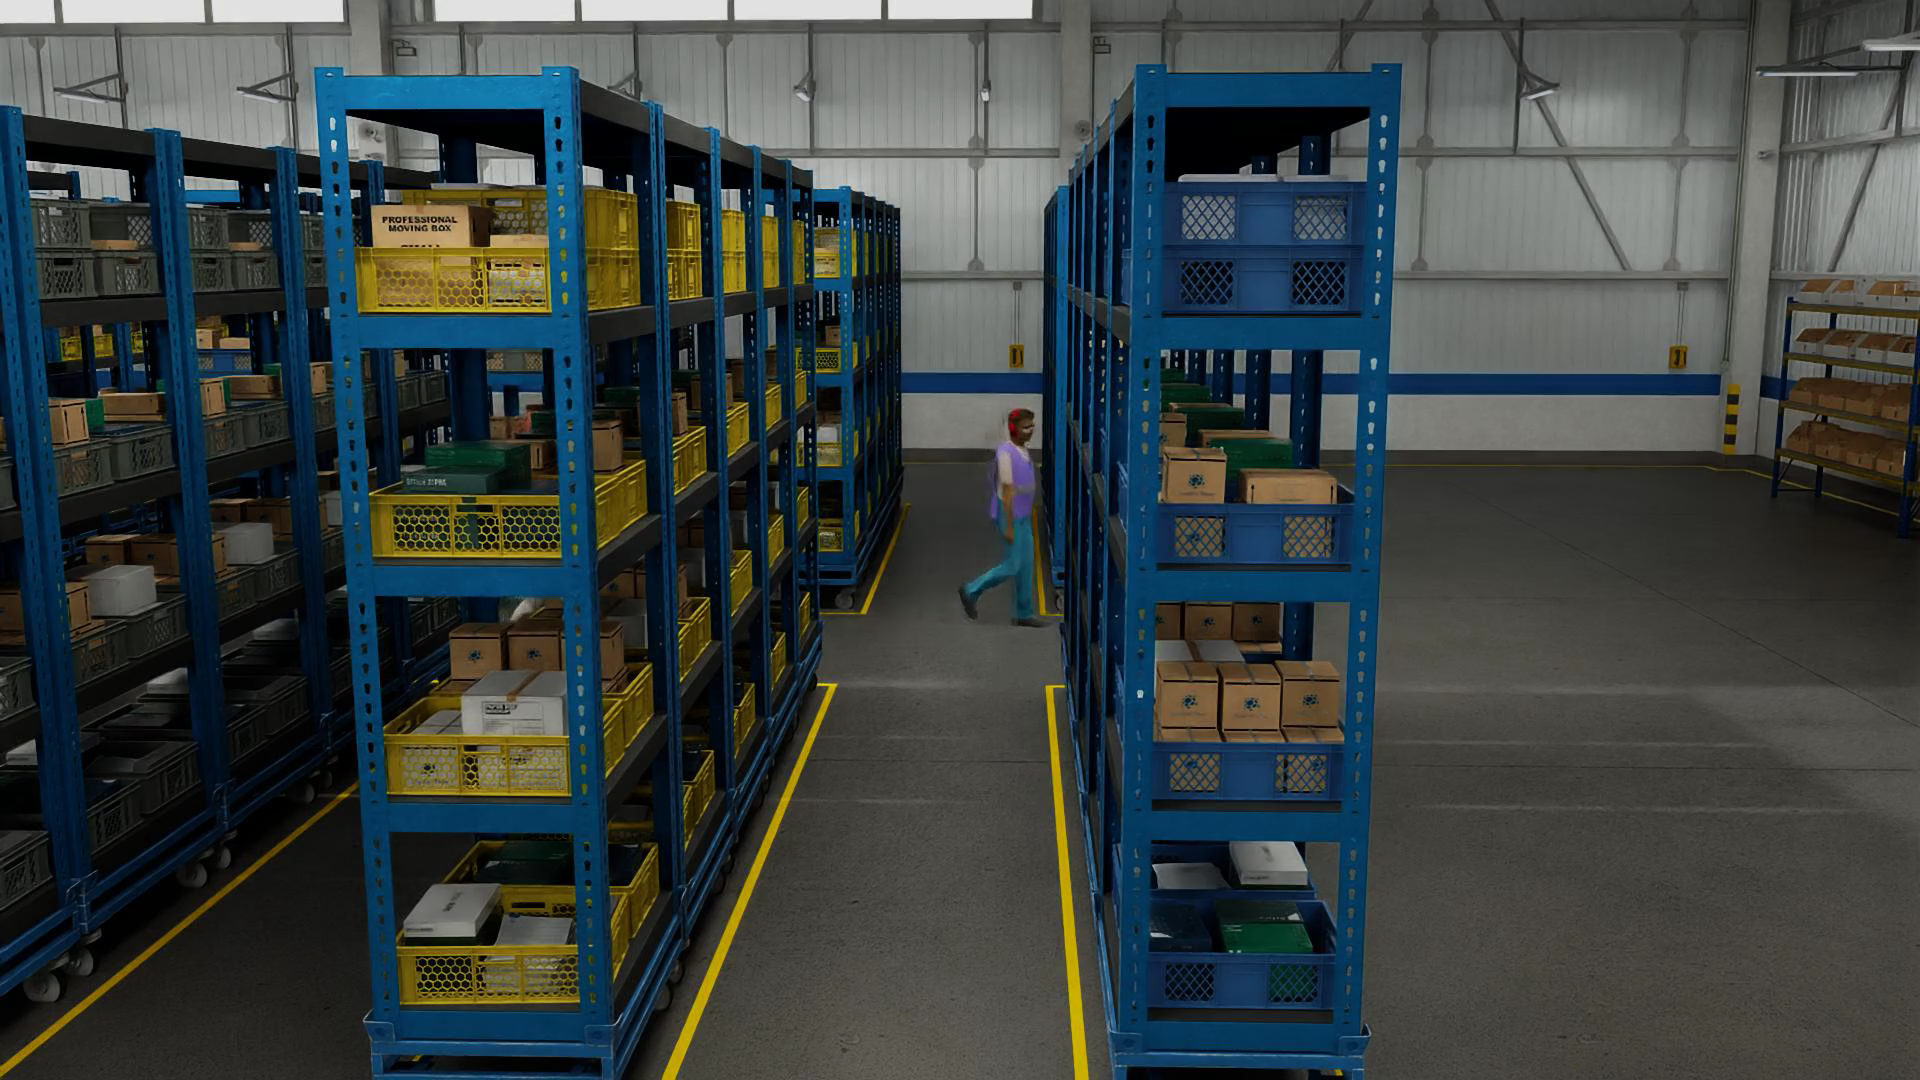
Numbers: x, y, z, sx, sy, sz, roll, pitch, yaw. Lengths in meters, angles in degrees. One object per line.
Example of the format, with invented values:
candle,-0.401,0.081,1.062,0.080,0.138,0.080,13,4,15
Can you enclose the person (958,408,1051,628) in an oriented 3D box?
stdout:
person,0.383,-0.174,13.556,0.664,1.822,0.560,3,10,19

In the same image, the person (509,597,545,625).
person,-2.989,0.037,11.916,0.838,1.955,0.629,9,13,42
